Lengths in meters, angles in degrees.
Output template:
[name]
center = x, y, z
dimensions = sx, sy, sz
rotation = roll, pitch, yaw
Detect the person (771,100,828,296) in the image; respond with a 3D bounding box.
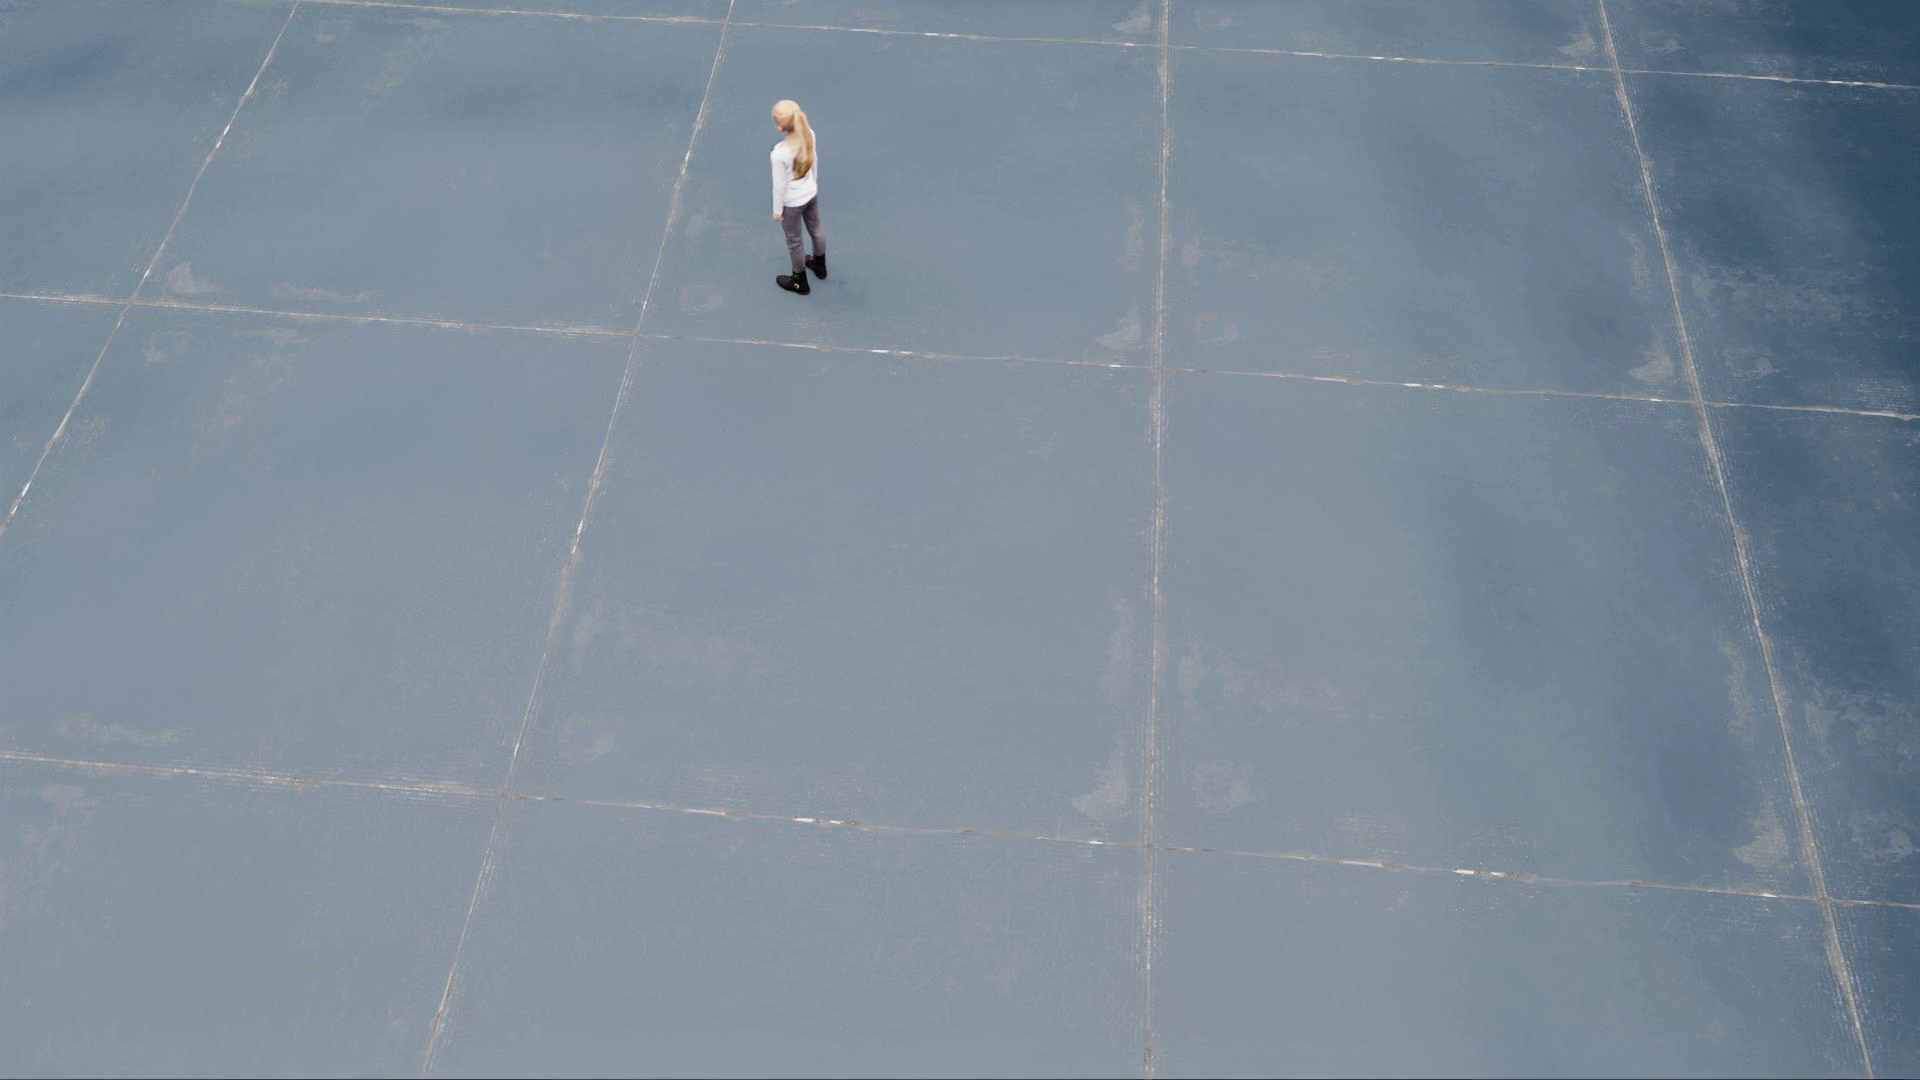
[person]
center = -0.904, -1.923, 9.313
dimensions = 0.629, 1.280, 0.581
rotation = 34, 59, 23
